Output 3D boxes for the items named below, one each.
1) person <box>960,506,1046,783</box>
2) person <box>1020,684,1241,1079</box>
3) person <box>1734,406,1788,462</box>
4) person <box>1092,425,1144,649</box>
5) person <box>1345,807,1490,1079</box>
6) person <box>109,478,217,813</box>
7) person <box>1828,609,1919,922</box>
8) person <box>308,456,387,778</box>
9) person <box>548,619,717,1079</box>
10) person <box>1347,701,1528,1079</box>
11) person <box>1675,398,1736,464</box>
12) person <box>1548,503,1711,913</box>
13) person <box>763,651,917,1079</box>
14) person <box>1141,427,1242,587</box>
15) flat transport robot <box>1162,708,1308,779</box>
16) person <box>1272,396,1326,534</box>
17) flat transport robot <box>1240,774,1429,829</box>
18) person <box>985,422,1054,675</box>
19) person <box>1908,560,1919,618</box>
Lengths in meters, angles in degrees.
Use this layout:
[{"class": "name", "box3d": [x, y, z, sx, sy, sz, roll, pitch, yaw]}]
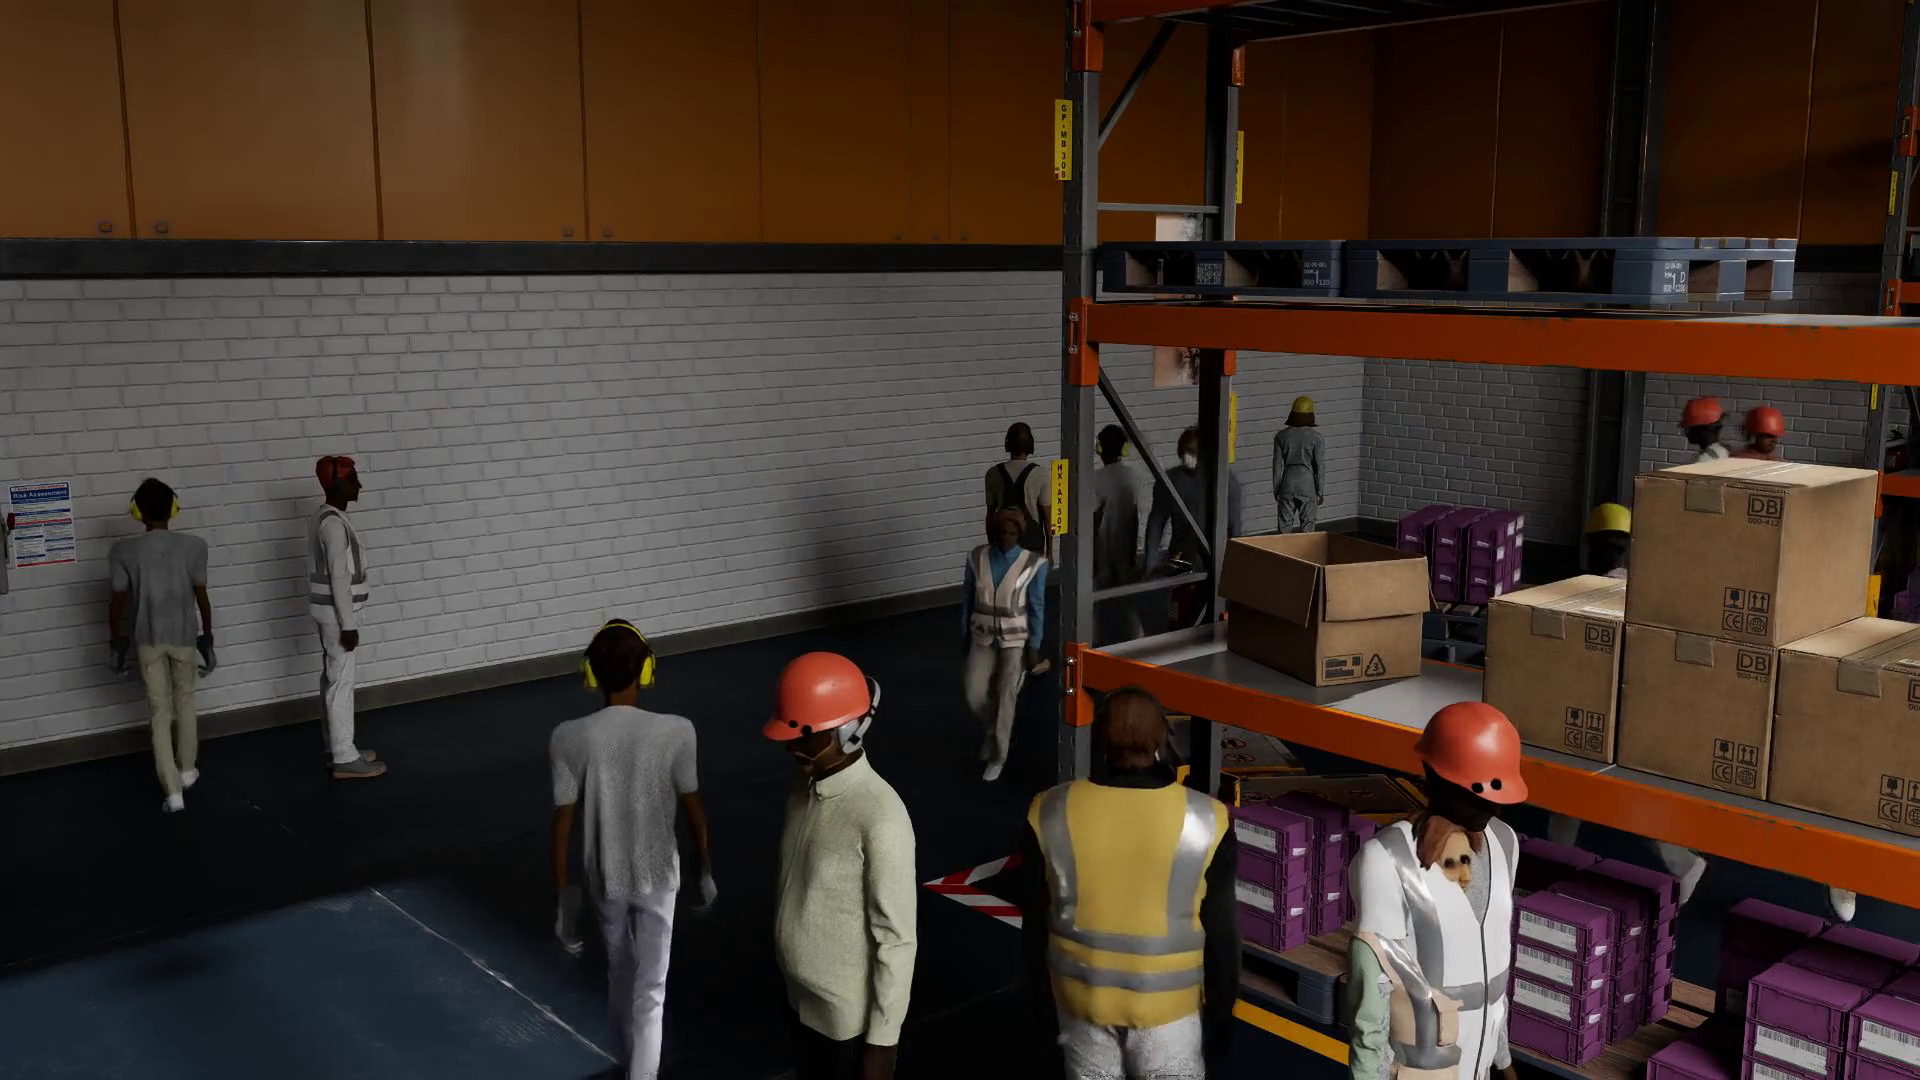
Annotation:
[{"class": "person", "box3d": [0.249, 0.590, 9.622, 0.532, 1.616, 0.395, 4, 10, 22]}, {"class": "person", "box3d": [0.480, 1.319, 4.804, 0.645, 1.821, 0.658, 2, 10, 13]}, {"class": "person", "box3d": [5.674, 0.029, 11.872, 0.674, 1.980, 0.432, -5, 11, -29]}, {"class": "person", "box3d": [1.114, 0.092, 11.951, 0.531, 1.838, 0.760, -4, 11, -23]}, {"class": "person", "box3d": [1.195, 1.487, 4.333, 0.514, 1.644, 0.307, -6, 12, -33]}, {"class": "person", "box3d": [-4.410, 0.568, 9.201, 0.529, 1.832, 0.882, -5, 11, -29]}, {"class": "person", "box3d": [4.187, 0.877, 7.155, 0.606, 1.899, 0.686, -4, 11, -24]}, {"class": "person", "box3d": [-3.621, 0.444, 9.742, 0.362, 1.882, 0.576, -5, 11, -25]}, {"class": "person", "box3d": [-1.117, 1.176, 5.662, 0.519, 1.826, 0.987, 0, 10, 2]}, {"class": "person", "box3d": [1.253, 1.349, 4.311, 0.543, 1.928, 0.371, -6, 11, -32]}, {"class": "person", "box3d": [5.395, -0.018, 12.049, 0.484, 2.010, 0.662, 8, 13, 39]}, {"class": "person", "box3d": [3.103, 0.774, 7.819, 0.880, 1.870, 0.637, 7, 12, 36]}, {"class": "person", "box3d": [-0.346, 1.271, 4.595, 0.389, 1.986, 0.608, -6, 11, -32]}, {"class": "person", "box3d": [1.607, 0.157, 11.462, 0.646, 1.884, 1.089, 6, 12, 33]}, {"class": "flat transport robot", "box3d": [1.531, 1.255, 9.705, 0.652, 0.197, 1.431, -1, 10, -4]}, {"class": "person", "box3d": [3.163, -0.473, 15.517, 0.492, 1.742, 0.319, 5, 11, 27]}, {"class": "flat transport robot", "box3d": [1.888, 1.425, 8.710, 1.431, 0.197, 0.652, -1, 10, -5]}, {"class": "person", "box3d": [0.435, 0.064, 12.078, 0.507, 1.846, 0.345, 3, 10, 15]}, {"class": "person", "box3d": [4.714, 0.722, 7.950, 0.627, 1.940, 0.371, -9, 13, -42]}]
